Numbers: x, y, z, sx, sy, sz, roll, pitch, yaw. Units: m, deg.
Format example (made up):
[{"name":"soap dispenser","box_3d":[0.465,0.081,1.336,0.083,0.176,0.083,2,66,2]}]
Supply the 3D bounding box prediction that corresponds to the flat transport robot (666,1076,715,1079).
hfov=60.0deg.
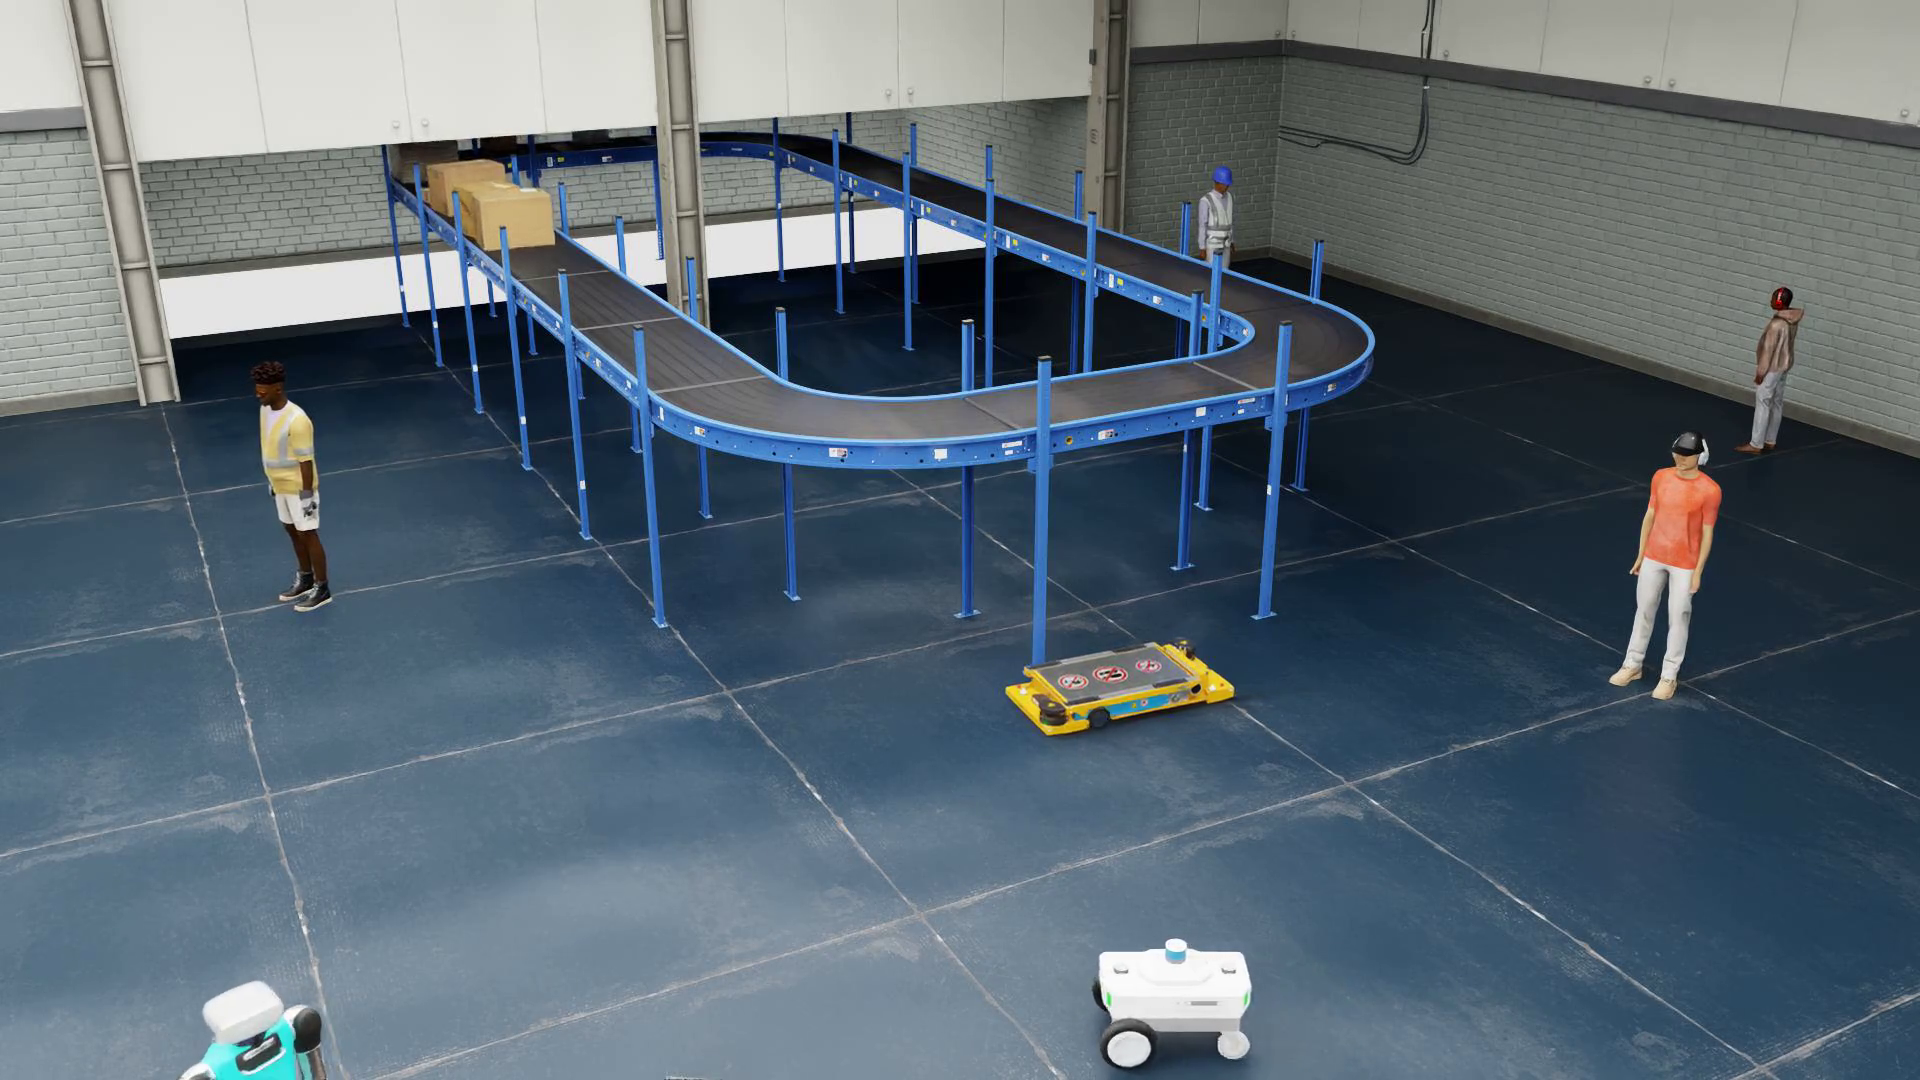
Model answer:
[{"name":"flat transport robot","box_3d":[-0.796,2.681,7.247,1.431,0.231,0.659,2,22,5]}]

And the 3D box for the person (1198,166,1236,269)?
[{"name":"person","box_3d":[3.222,-3.713,20.844,0.618,1.933,0.414,-18,28,-37]}]

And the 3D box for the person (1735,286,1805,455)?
[{"name":"person","box_3d":[7.860,-1.633,16.075,0.464,1.648,0.327,-17,27,-35]}]

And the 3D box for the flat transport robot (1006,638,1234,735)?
[{"name":"flat transport robot","box_3d":[1.096,1.001,11.402,1.431,0.231,0.659,-9,24,-21]}]

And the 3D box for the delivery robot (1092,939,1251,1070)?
[{"name":"delivery robot","box_3d":[1.014,2.204,8.039,0.775,0.589,0.499,0,22,0]}]

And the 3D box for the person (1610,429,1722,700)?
[{"name":"person","box_3d":[4.817,0.161,11.291,0.398,1.912,0.476,-20,30,-40]}]

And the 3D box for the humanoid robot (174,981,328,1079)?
[{"name":"humanoid robot","box_3d":[-2.245,2.456,5.891,0.808,1.796,0.531,14,26,32]}]

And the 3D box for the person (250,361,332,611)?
[{"name":"person","box_3d":[-5.096,-0.426,12.678,0.604,1.957,0.381,19,29,40]}]
